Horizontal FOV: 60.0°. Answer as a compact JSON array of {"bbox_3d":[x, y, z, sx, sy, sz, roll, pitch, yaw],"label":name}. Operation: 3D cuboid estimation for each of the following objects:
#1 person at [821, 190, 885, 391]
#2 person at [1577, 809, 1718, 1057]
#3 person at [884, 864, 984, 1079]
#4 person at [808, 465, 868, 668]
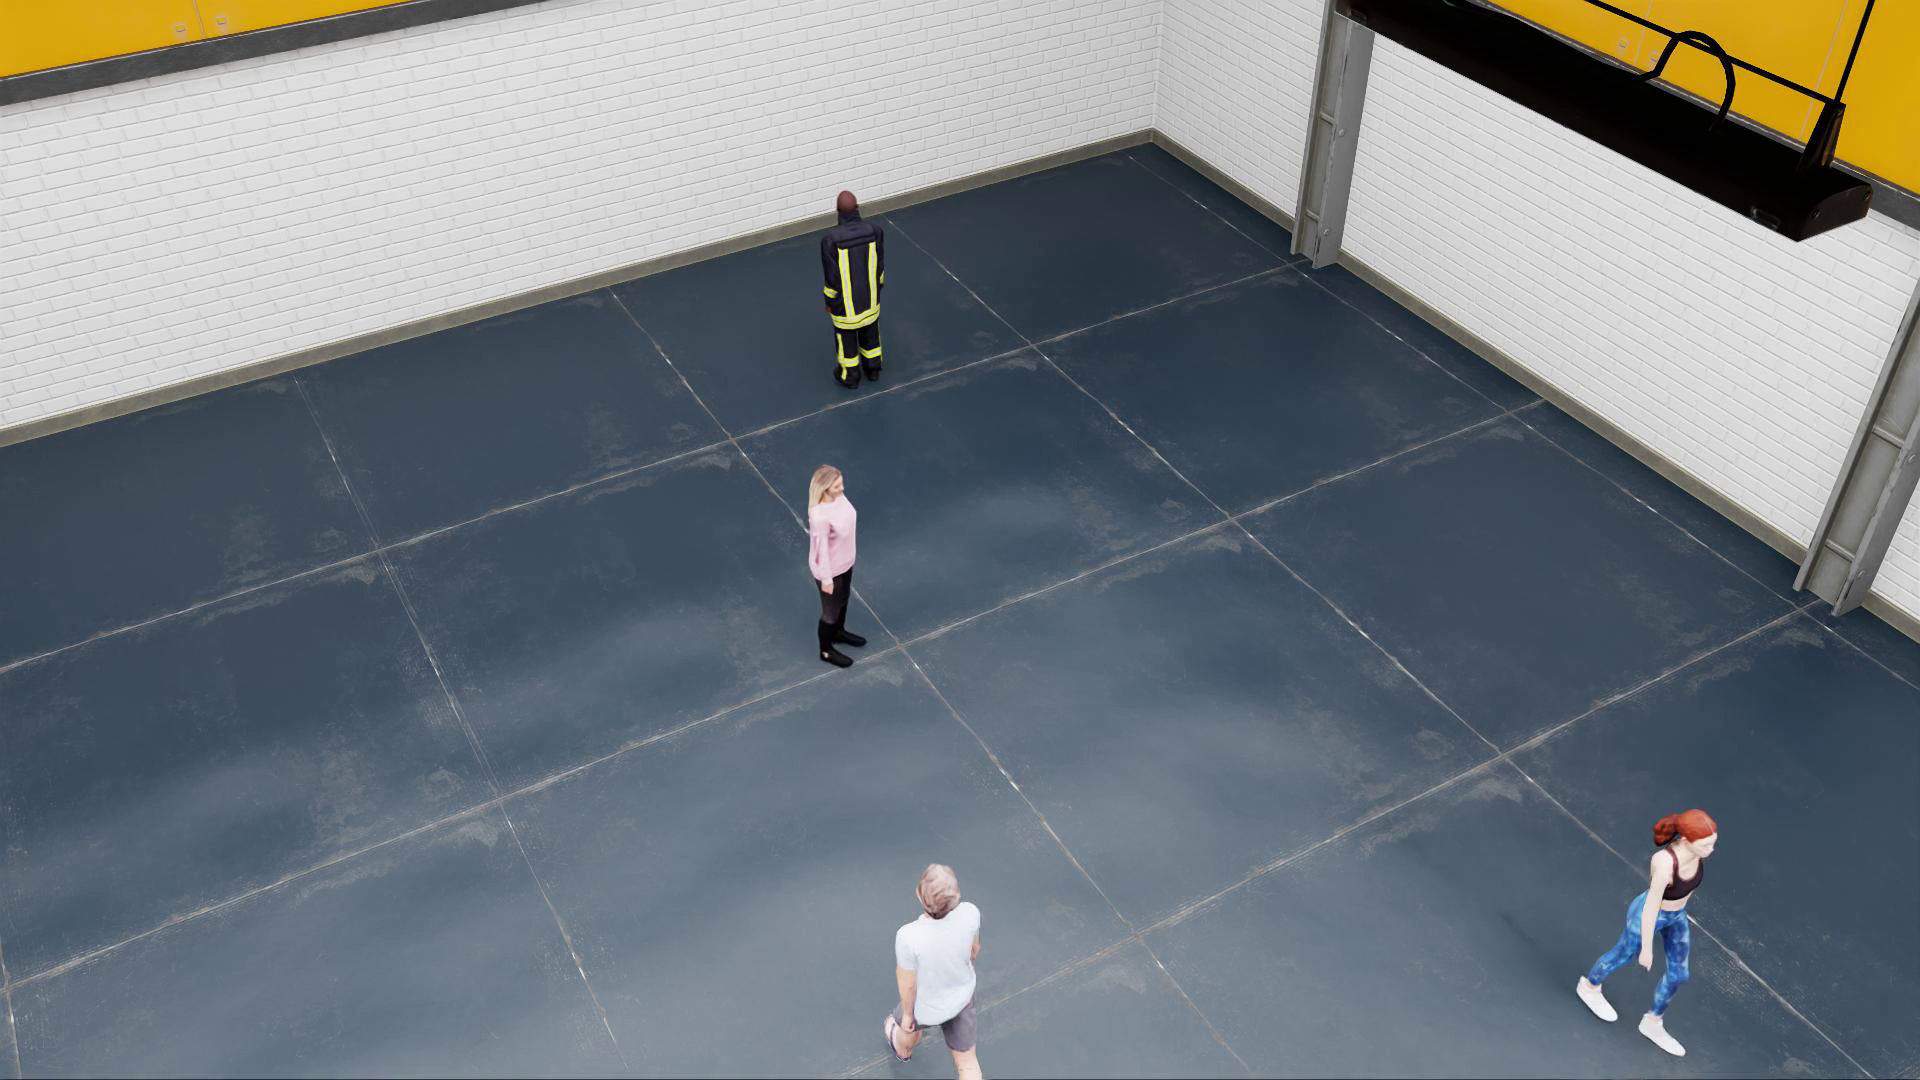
[{"bbox_3d":[-0.914,-2.163,14.287,0.731,1.821,0.639,-19,42,-22],"label":"person"},{"bbox_3d":[3.710,2.038,9.074,0.622,1.761,0.887,-23,44,-26],"label":"person"},{"bbox_3d":[-0.056,2.437,8.560,0.730,1.779,1.203,-15,41,-18],"label":"person"},{"bbox_3d":[-0.895,0.155,11.495,0.740,1.683,0.686,11,40,13],"label":"person"}]
